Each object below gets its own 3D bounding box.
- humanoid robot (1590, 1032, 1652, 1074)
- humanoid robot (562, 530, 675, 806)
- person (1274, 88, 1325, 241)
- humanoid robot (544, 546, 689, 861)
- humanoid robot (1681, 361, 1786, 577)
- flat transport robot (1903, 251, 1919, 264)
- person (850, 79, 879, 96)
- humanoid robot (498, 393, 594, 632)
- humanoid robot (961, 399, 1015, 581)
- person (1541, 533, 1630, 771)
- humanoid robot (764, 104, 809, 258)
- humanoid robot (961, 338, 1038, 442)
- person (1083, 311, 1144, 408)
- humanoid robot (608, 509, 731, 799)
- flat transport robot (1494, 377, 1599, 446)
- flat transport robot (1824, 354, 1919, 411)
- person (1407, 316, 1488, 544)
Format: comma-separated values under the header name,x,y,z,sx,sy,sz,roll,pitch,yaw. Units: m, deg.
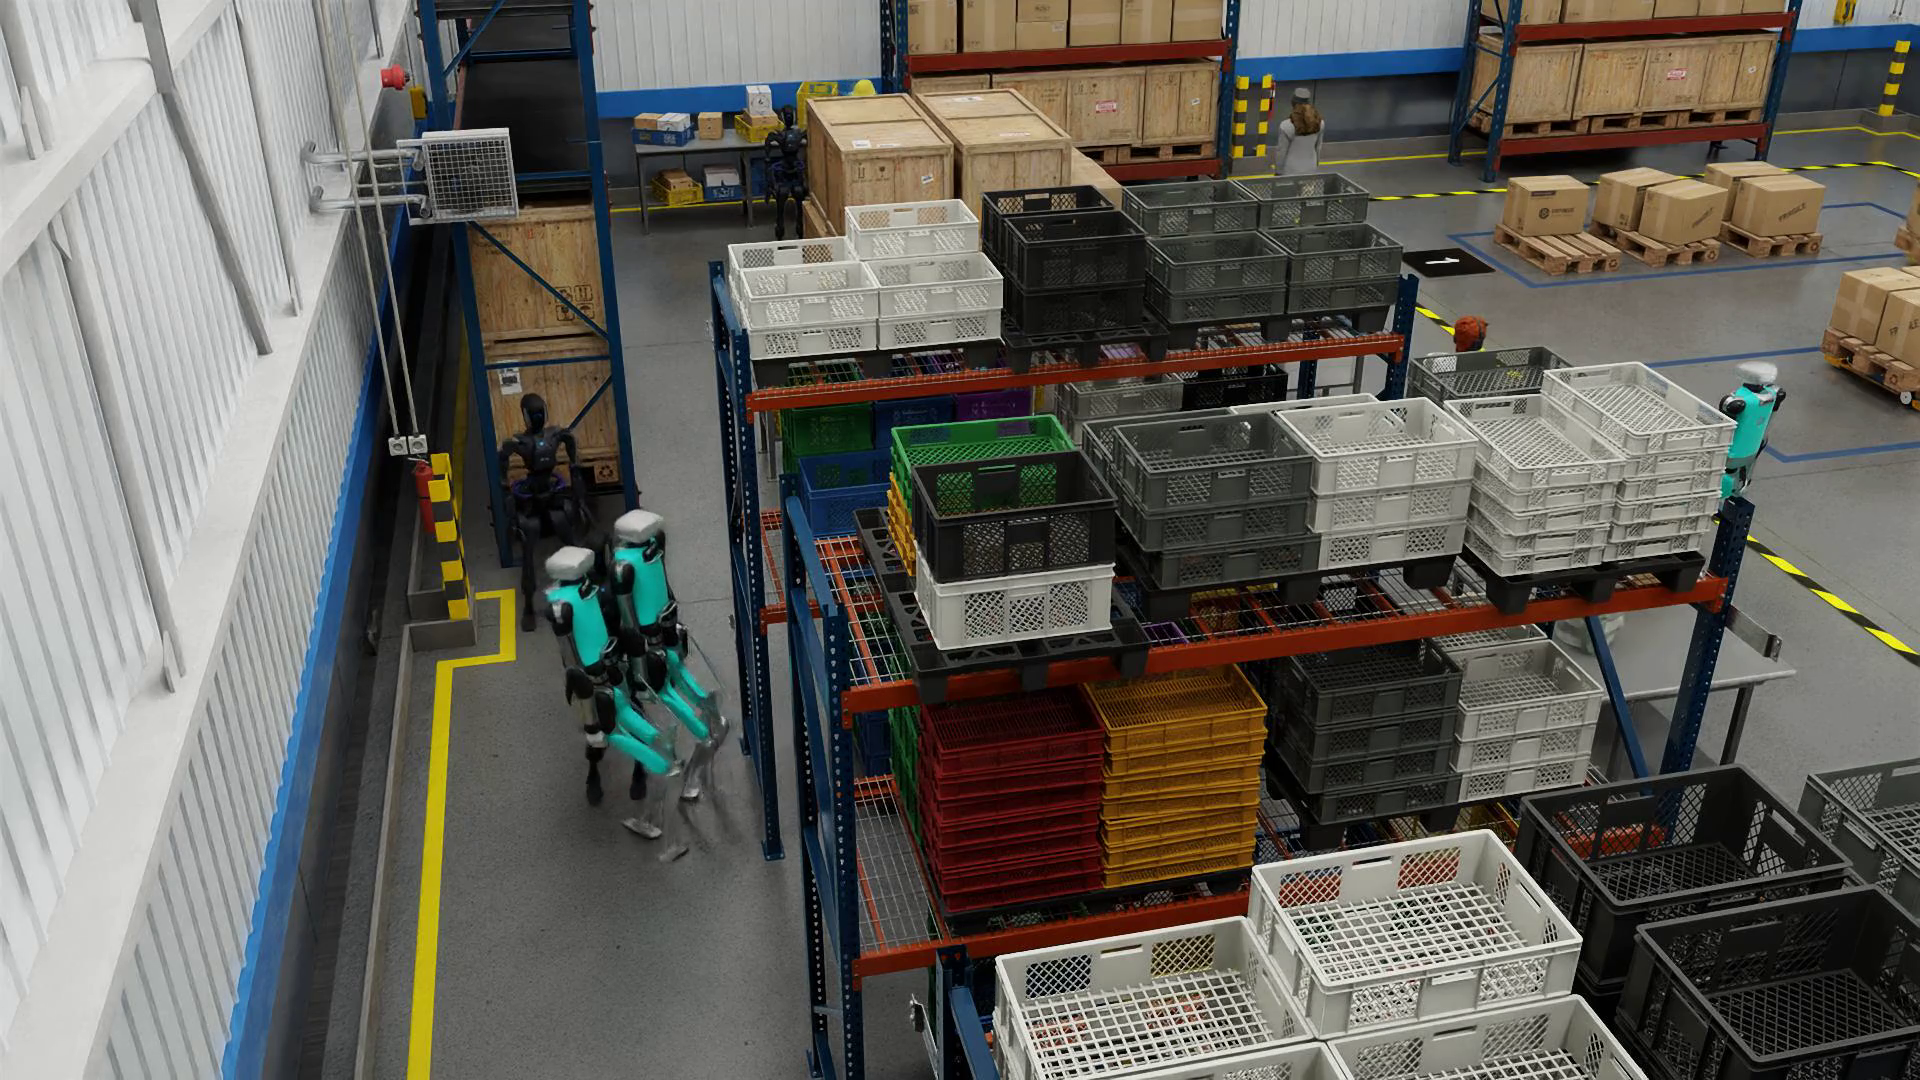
name,x,y,z,sx,sy,sz,roll,pitch,yaw
humanoid robot,2.414,2.211,6.386,0.712,1.650,0.588,-15,31,-26
humanoid robot,-1.897,0.702,9.201,0.608,1.654,0.361,-4,28,-7
person,3.657,-4.003,18.035,0.562,1.764,0.402,-11,30,-20
humanoid robot,-1.711,0.881,8.837,0.837,1.803,0.566,1,28,2
humanoid robot,5.015,-0.482,11.245,0.533,1.674,0.735,-15,31,-26
flat transport robot,10.570,-2.839,17.403,0.652,0.197,1.431,0,28,0
person,-1.059,-4.181,18.355,0.933,1.789,0.592,-6,28,-10
humanoid robot,-2.746,-0.221,10.946,0.602,1.637,0.387,-18,33,-31
humanoid robot,-0.010,-0.020,10.601,0.862,1.864,0.549,-5,28,-10
person,3.474,0.527,9.246,0.403,1.947,0.603,5,28,10
humanoid robot,-1.804,-3.826,17.779,0.599,1.657,0.315,-9,29,-16
humanoid robot,0.300,-0.505,11.319,0.530,1.694,0.738,-4,28,-7
person,1.178,-1.339,12.688,0.613,2.040,0.387,19,33,31
humanoid robot,-1.515,0.708,9.170,0.677,1.827,0.548,6,28,12
flat transport robot,4.780,-1.036,14.013,0.659,0.231,1.431,-6,28,-12
flat transport robot,8.473,-1.467,14.800,0.652,0.197,1.431,-6,28,-12
person,3.402,-0.664,11.579,0.342,1.880,0.576,-20,34,-32
